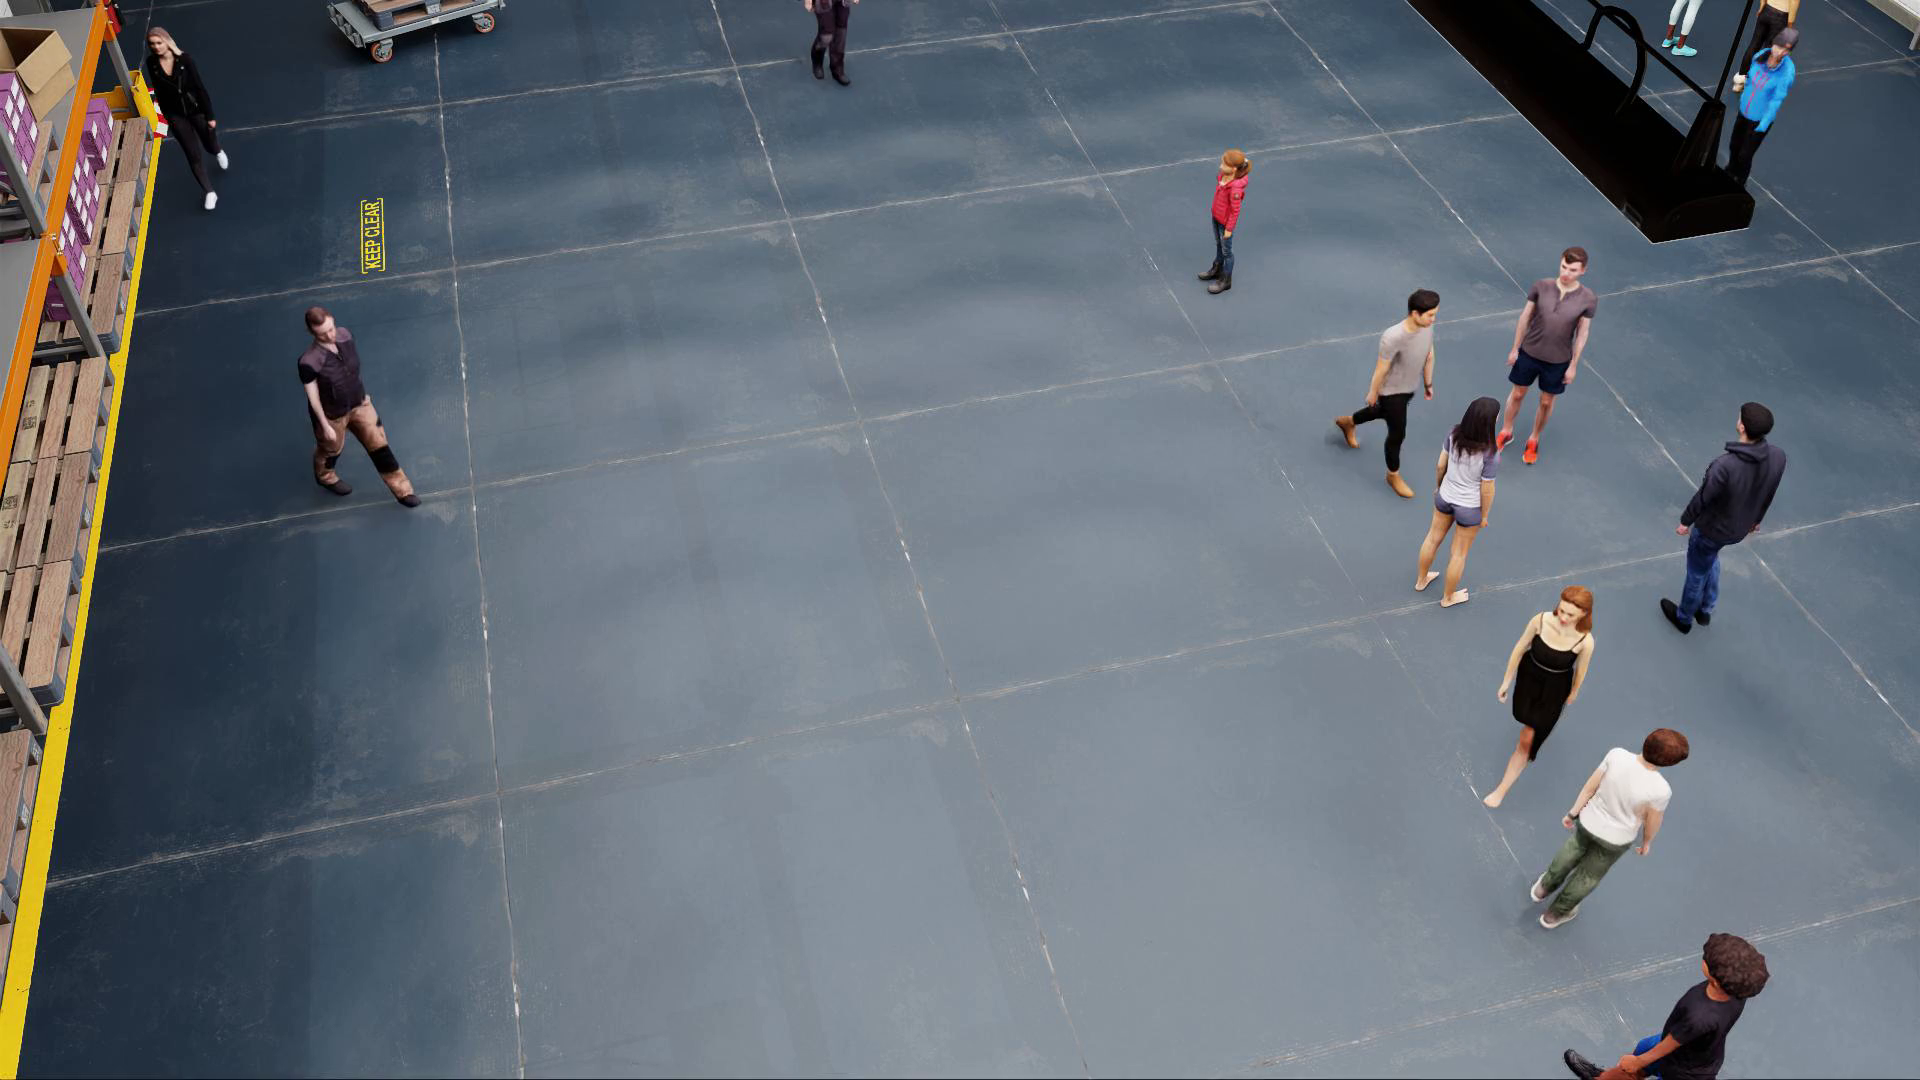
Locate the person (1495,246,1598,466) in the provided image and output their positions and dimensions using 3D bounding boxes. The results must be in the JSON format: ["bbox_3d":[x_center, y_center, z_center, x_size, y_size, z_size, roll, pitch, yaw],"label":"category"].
[{"bbox_3d":[4.324,-1.368,12.262,0.717,1.851,0.772,21,47,21],"label":"person"}]

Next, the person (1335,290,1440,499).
[{"bbox_3d":[3.148,-1.171,12.179,0.885,1.681,1.190,-27,50,-25],"label":"person"}]

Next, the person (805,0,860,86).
[{"bbox_3d":[-1.327,-5.456,16.564,0.821,1.837,0.818,-25,49,-24],"label":"person"}]

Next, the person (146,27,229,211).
[{"bbox_3d":[-6.941,-3.864,15.018,0.611,1.663,0.964,-9,44,-9],"label":"person"}]

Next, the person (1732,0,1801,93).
[{"bbox_3d":[8.030,-5.164,16.386,0.684,1.659,0.534,-16,46,-16],"label":"person"}]

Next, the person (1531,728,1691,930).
[{"bbox_3d":[3.564,1.633,9.284,0.726,1.615,0.806,31,52,29],"label":"person"}]

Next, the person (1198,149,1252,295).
[{"bbox_3d":[2.252,-2.714,14.062,0.562,1.318,0.430,-11,45,-11],"label":"person"}]

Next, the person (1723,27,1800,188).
[{"bbox_3d":[7.117,-3.816,14.886,0.857,1.777,0.519,-3,44,-3],"label":"person"}]

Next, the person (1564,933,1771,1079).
[{"bbox_3d":[3.649,2.600,8.160,1.114,1.765,0.942,32,52,29],"label":"person"}]

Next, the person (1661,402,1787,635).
[{"bbox_3d":[5.022,-0.048,10.854,0.684,1.882,0.619,-11,45,-11],"label":"person"}]

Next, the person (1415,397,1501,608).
[{"bbox_3d":[3.371,-0.265,11.189,0.713,1.734,0.578,-28,50,-27],"label":"person"}]

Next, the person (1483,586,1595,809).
[{"bbox_3d":[3.590,0.829,10.157,1.118,1.574,1.034,32,52,29],"label":"person"}]

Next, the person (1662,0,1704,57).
[{"bbox_3d":[7.592,-5.840,17.048,0.629,1.725,0.487,-14,45,-14],"label":"person"}]

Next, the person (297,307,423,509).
[{"bbox_3d":[-4.508,-0.984,11.904,1.261,1.791,1.179,19,47,19],"label":"person"}]
